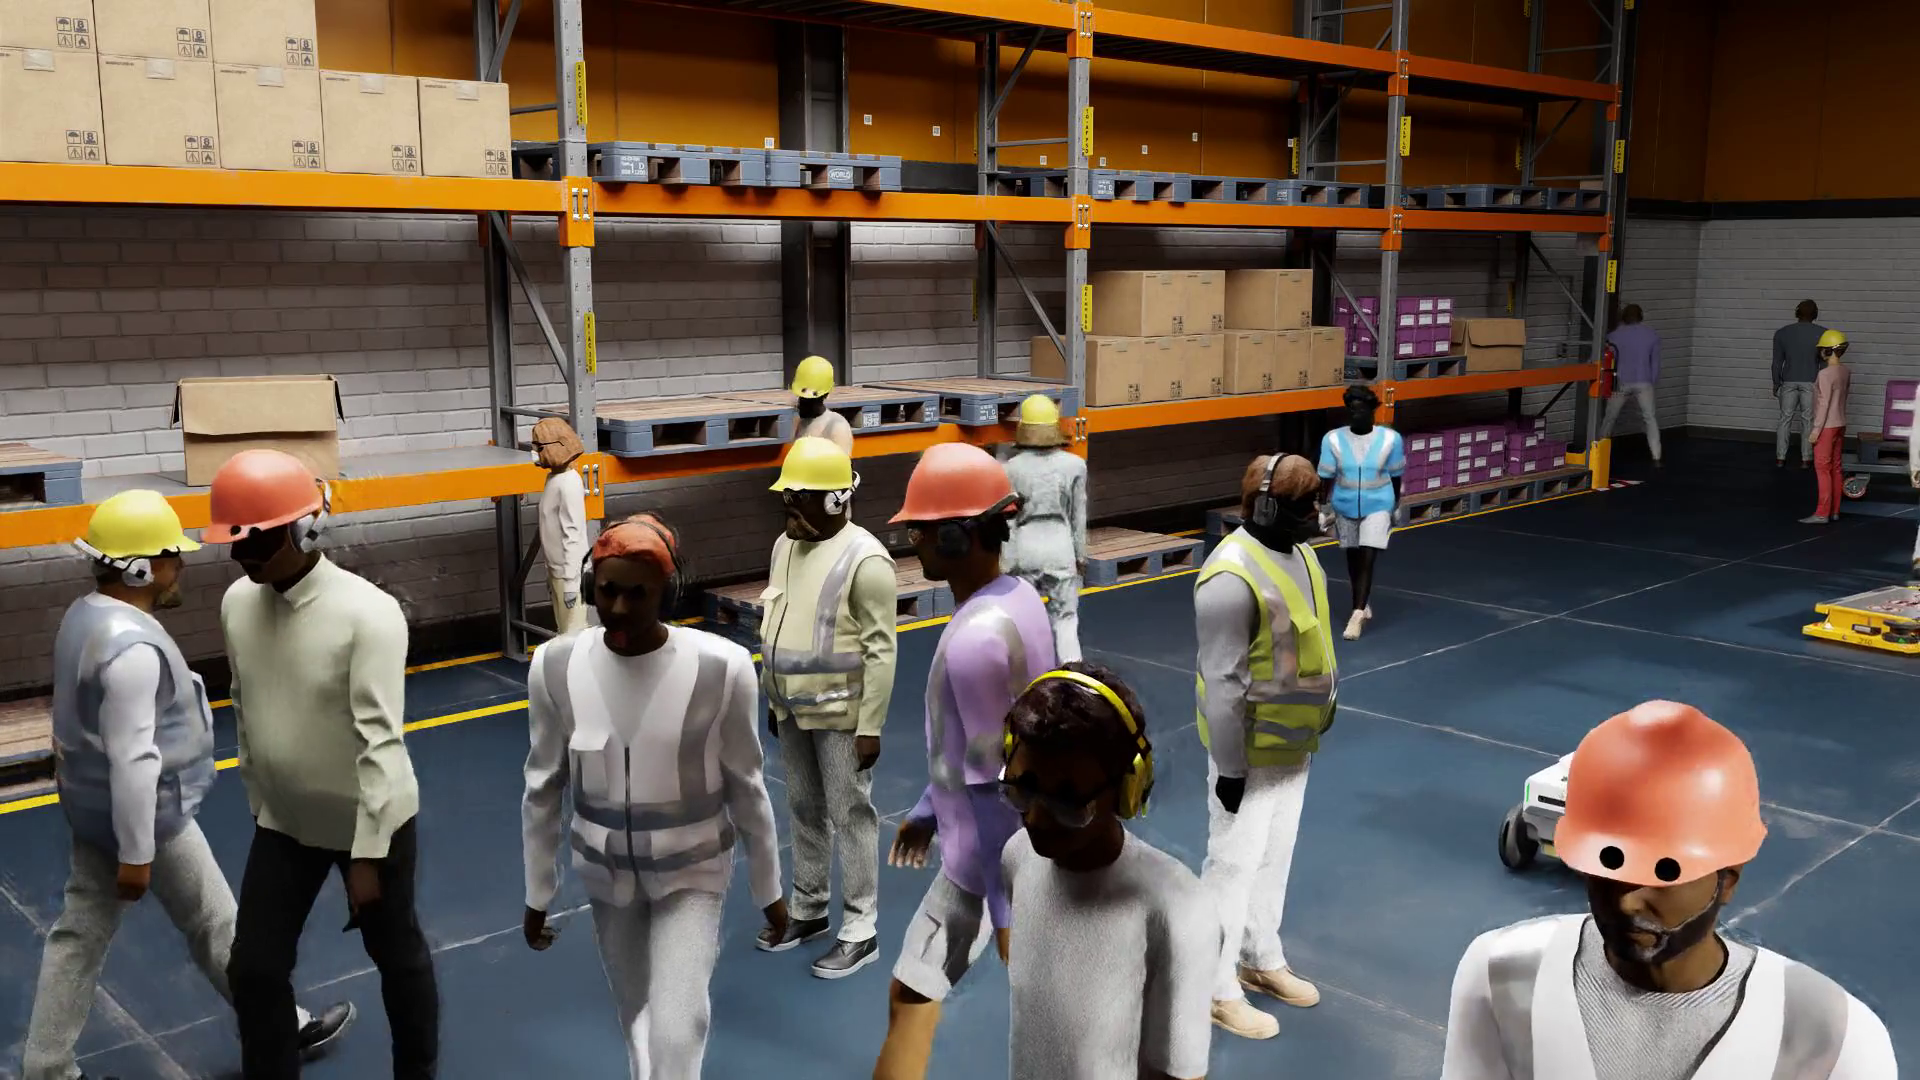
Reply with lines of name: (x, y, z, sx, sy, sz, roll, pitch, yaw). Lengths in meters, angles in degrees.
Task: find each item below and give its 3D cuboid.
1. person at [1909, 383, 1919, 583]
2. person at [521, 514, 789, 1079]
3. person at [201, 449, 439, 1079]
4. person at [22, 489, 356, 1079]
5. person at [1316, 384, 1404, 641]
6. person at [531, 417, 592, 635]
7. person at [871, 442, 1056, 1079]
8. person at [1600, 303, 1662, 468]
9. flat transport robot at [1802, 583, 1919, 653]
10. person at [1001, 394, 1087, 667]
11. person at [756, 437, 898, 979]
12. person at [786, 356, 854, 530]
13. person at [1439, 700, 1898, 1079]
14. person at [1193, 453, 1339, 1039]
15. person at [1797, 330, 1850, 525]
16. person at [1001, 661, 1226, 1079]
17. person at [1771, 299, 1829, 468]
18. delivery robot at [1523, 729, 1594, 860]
person: (7.016, -0.512, 11.681, 0.641, 1.923, 0.575, 9, 13, 42)
person: (-0.771, 0.849, 4.002, 0.631, 1.815, 1.041, 2, 10, 10)
person: (-1.657, 0.742, 4.231, 0.643, 1.946, 0.826, 3, 10, 18)
person: (-2.299, 0.740, 4.758, 0.928, 1.782, 0.599, -9, 13, -41)
person: (2.608, -0.215, 10.830, 0.534, 1.624, 0.933, 4, 10, 22)
person: (-2.009, 0.190, 8.444, 0.277, 1.628, 0.501, -4, 10, -21)
person: (0.034, 0.751, 4.126, 1.031, 1.983, 0.598, 3, 10, 17)
person: (7.769, -1.795, 19.353, 0.799, 1.887, 0.568, 3, 10, 17)
flat transport robot: (6.094, 0.487, 10.662, 1.431, 0.197, 0.652, -7, 12, -35)
person: (0.447, 0.090, 8.767, 0.485, 1.714, 0.770, -1, 10, -7)
person: (-0.475, 0.560, 5.669, 0.404, 1.831, 0.600, -9, 13, -42)
person: (-0.843, -0.120, 9.547, 0.401, 1.880, 0.785, -5, 11, -26)
person: (0.889, 1.123, 2.241, 0.567, 1.878, 1.006, 8, 12, 38)
person: (0.963, 0.636, 5.241, 0.431, 1.836, 0.620, 6, 12, 33)
person: (7.860, -1.018, 15.103, 0.535, 1.767, 0.317, -8, 13, -40)
person: (0.297, 1.067, 2.700, 0.751, 1.837, 0.521, -7, 12, -37)
person: (9.665, -1.791, 19.123, 0.631, 1.939, 0.370, 7, 12, 37)
delivery robot: (2.538, 0.993, 6.598, 0.477, 0.478, 0.707, 9, 13, 44)
